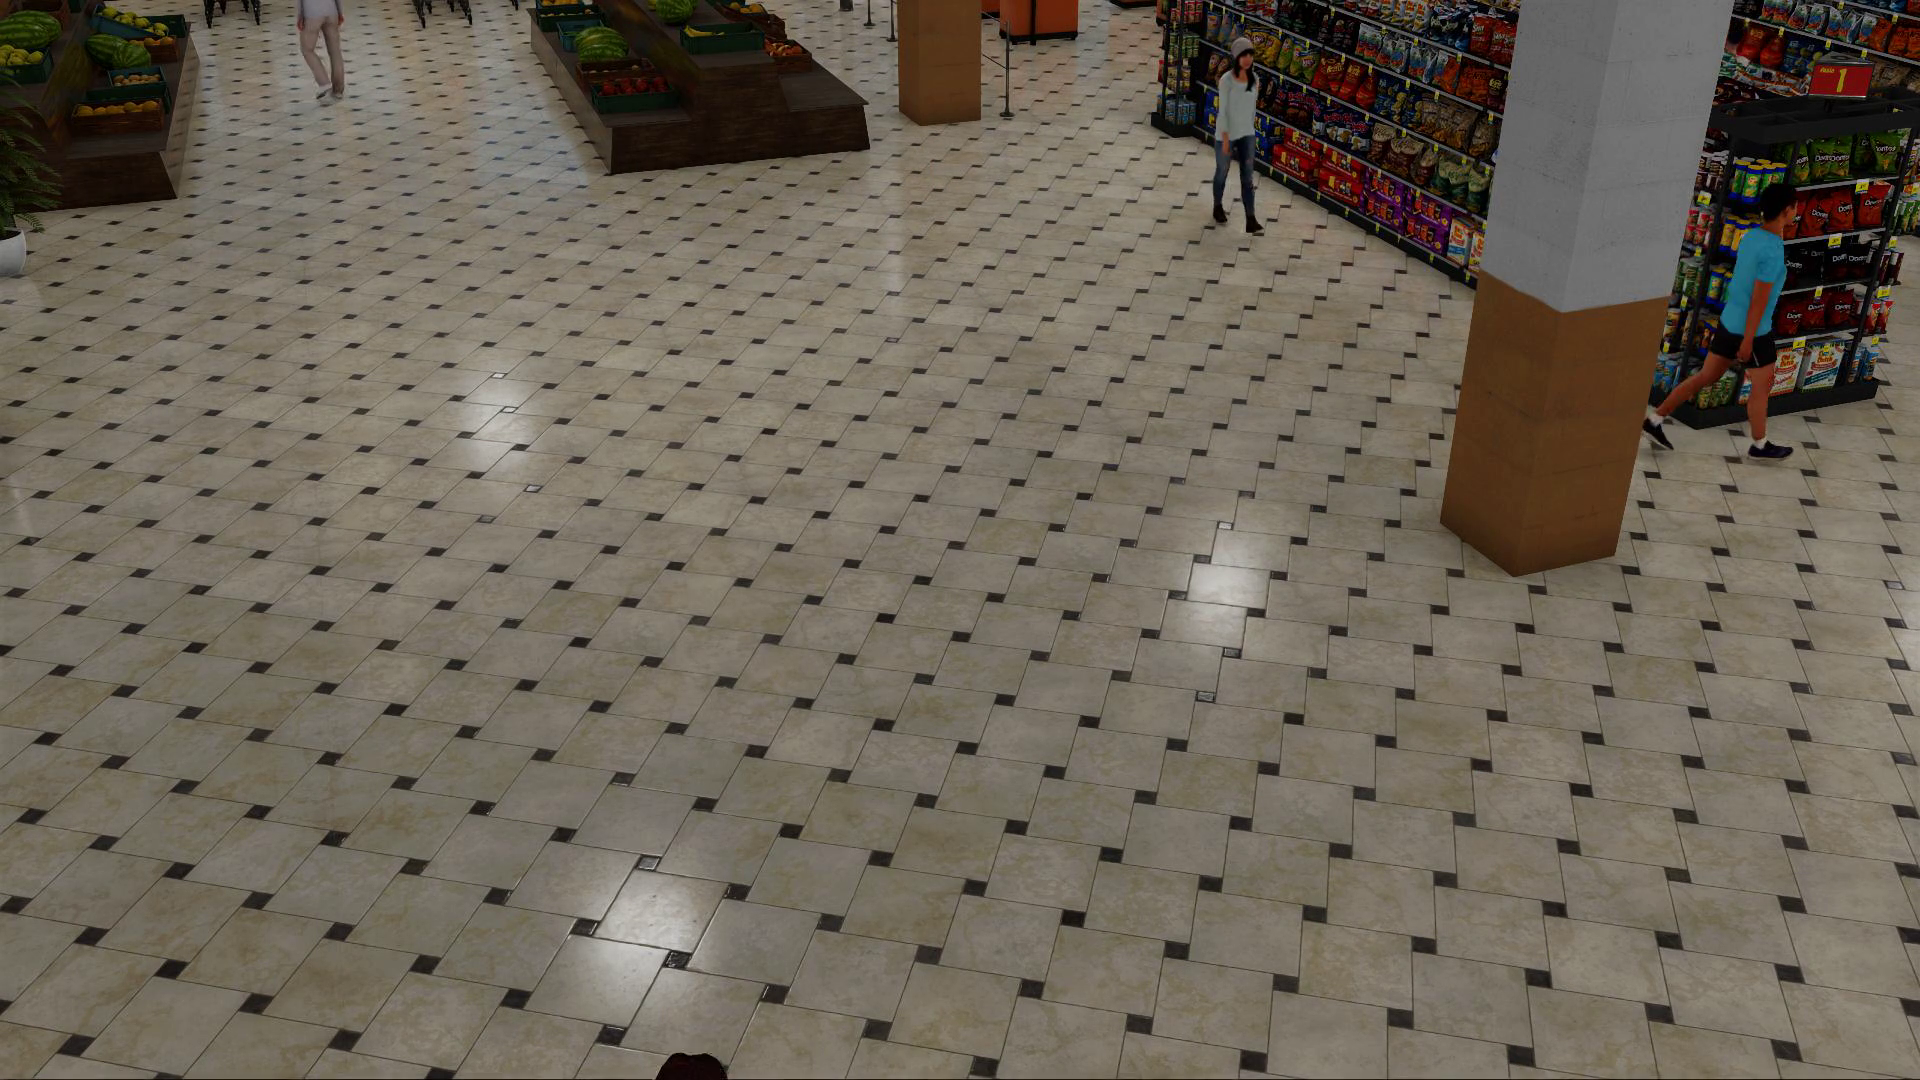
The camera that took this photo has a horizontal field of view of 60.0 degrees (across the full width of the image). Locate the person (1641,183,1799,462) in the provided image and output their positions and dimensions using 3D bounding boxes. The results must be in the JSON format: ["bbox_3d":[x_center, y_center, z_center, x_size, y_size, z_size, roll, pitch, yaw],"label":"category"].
[{"bbox_3d":[4.672,-1.287,10.139,1.039,1.736,1.208,4,29,6],"label":"person"}]

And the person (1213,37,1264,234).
[{"bbox_3d":[2.314,-3.476,14.286,0.601,1.604,1.047,-8,30,-15],"label":"person"}]

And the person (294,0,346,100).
[{"bbox_3d":[-6.973,-5.737,18.178,0.812,1.843,0.785,-24,37,-37],"label":"person"}]
